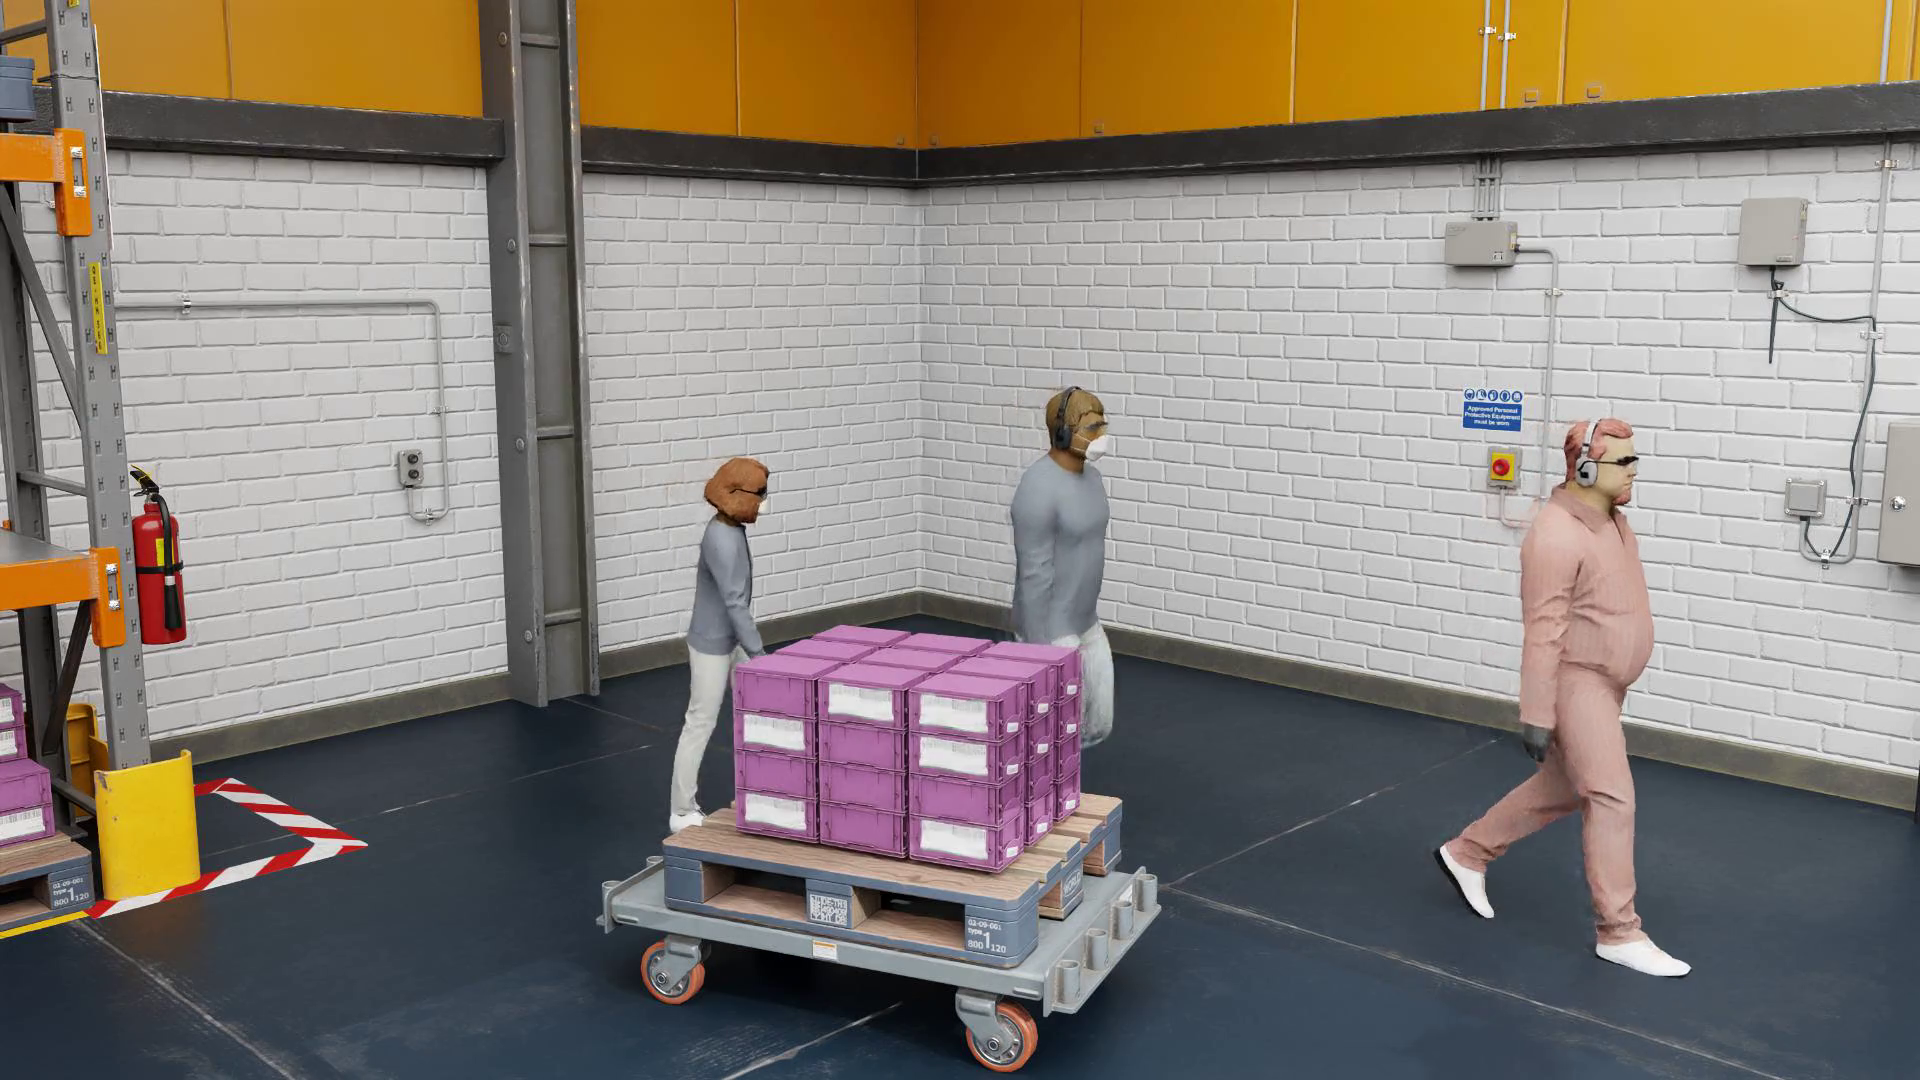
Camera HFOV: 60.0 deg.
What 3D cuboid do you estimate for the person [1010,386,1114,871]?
[{"bbox_3d":[0.339,0.359,6.469,0.542,1.926,0.628,5,11,28],"label":"person"}]

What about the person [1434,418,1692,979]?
[{"bbox_3d":[2.091,0.503,5.738,0.881,1.875,0.651,7,11,35],"label":"person"}]

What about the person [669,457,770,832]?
[{"bbox_3d":[-0.894,0.451,6.883,0.735,1.597,0.514,0,9,0],"label":"person"}]
